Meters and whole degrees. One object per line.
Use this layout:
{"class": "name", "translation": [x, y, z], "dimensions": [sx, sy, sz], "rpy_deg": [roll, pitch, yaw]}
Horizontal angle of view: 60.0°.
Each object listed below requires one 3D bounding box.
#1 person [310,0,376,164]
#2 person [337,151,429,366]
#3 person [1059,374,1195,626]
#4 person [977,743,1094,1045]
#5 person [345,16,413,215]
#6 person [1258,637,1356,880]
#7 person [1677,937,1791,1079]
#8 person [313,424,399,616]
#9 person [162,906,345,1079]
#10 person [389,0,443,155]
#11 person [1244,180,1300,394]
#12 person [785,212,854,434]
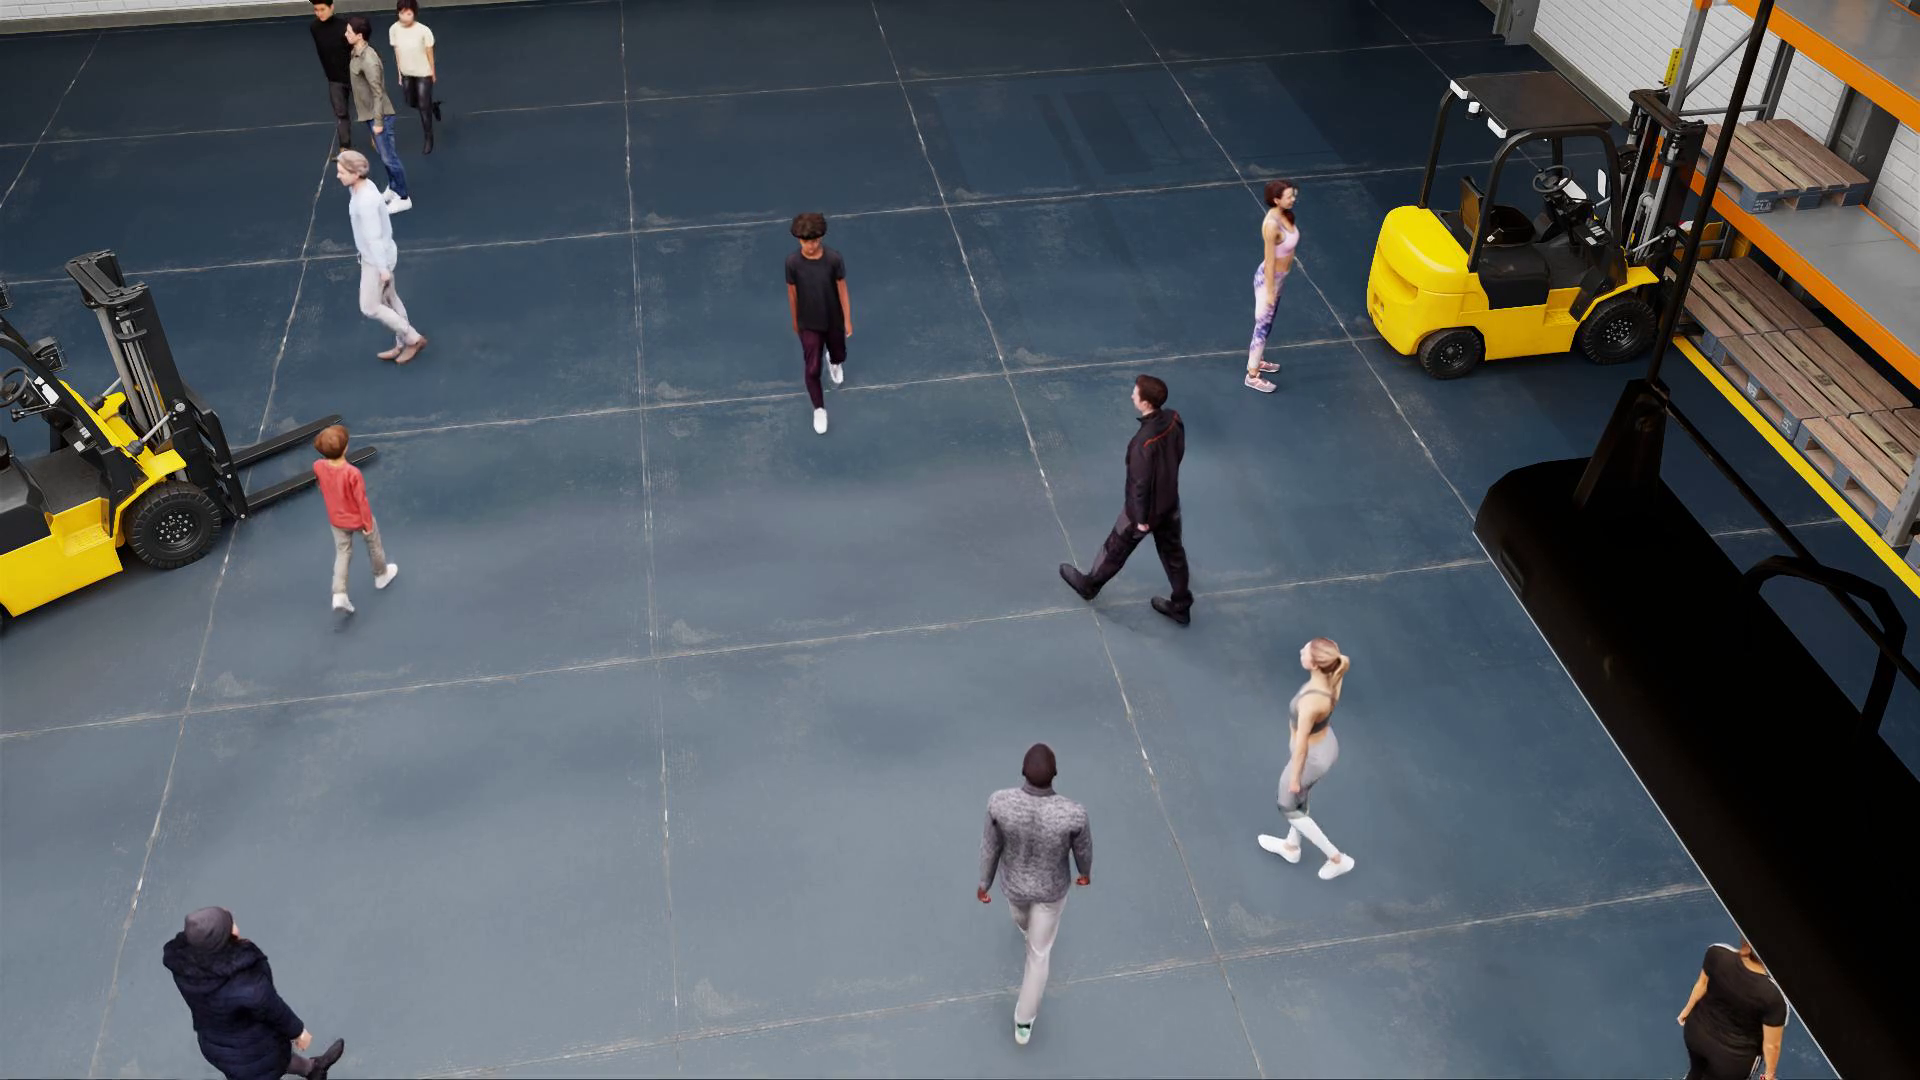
{"class": "person", "translation": [-6.054, -4.635, 16.485], "dimensions": [0.903, 1.681, 1.172], "rpy_deg": [4, 39, 5]}
{"class": "person", "translation": [-4.588, -2.276, 13.372], "dimensions": [0.766, 1.880, 0.669], "rpy_deg": [-14, 41, -17]}
{"class": "person", "translation": [1.311, -0.198, 10.787], "dimensions": [1.251, 1.858, 1.144], "rpy_deg": [28, 46, 31]}
{"class": "person", "translation": [0.362, 1.793, 8.346], "dimensions": [0.978, 1.793, 1.262], "rpy_deg": [6, 39, 8]}
{"class": "person", "translation": [-5.424, -3.973, 15.508], "dimensions": [0.835, 1.865, 0.660], "rpy_deg": [-19, 43, -23]}
{"class": "person", "translation": [1.995, 1.237, 9.128], "dimensions": [0.937, 1.687, 0.867], "rpy_deg": [25, 45, 28]}
{"class": "person", "translation": [3.518, 2.351, 7.757], "dimensions": [0.787, 1.656, 0.723], "rpy_deg": [-15, 41, -18]}
{"class": "person", "translation": [-4.099, -0.121, 11.060], "dimensions": [0.708, 1.397, 0.945], "rpy_deg": [6, 39, 8]}
{"class": "person", "translation": [-3.378, 2.378, 7.746], "dimensions": [1.044, 1.629, 1.183], "rpy_deg": [16, 41, 20]}
{"class": "person", "translation": [-5.402, -4.681, 16.632], "dimensions": [0.801, 1.568, 0.940], "rpy_deg": [7, 39, 8]}
{"class": "person", "translation": [2.461, -2.036, 13.162], "dimensions": [0.739, 1.767, 0.627], "rpy_deg": [11, 40, 13]}
{"class": "person", "translation": [-1.067, -1.762, 12.828], "dimensions": [0.625, 1.755, 1.025], "rpy_deg": [-8, 39, -10]}
